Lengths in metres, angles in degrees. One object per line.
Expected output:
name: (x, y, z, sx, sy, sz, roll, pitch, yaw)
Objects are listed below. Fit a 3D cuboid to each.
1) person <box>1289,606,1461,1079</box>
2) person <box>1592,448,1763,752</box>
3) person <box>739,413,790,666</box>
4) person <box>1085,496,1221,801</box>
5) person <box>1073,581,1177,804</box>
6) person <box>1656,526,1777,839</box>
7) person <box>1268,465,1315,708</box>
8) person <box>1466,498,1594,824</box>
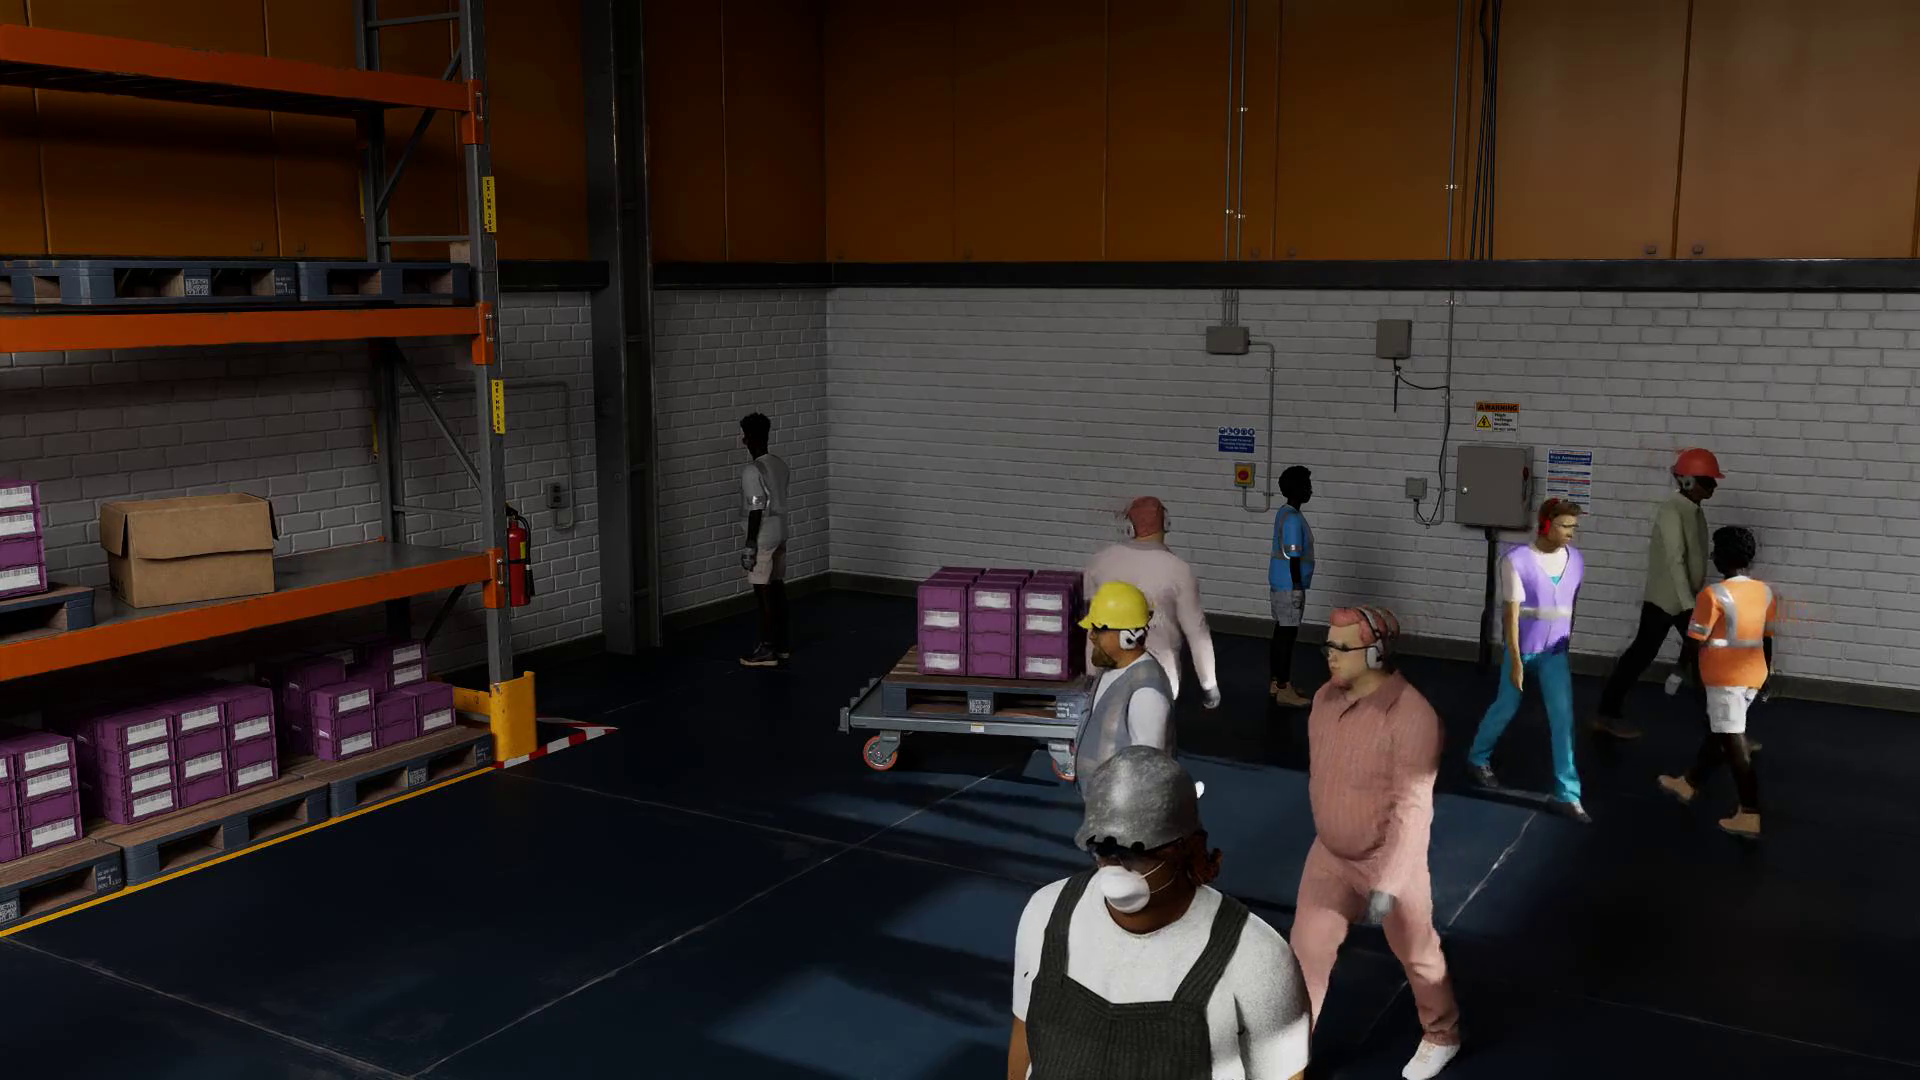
person: (1.488, 1.150, 6.088, 1.050, 1.849, 0.633, -6, 11, -34)
person: (4.583, 0.375, 10.624, 0.618, 1.939, 1.046, -9, 12, -43)
person: (-1.524, -0.006, 12.901, 0.371, 1.960, 0.609, 3, 10, 18)
person: (1.076, 0.689, 8.897, 0.990, 1.842, 0.711, -9, 13, -44)
person: (0.656, 1.063, 6.680, 0.403, 1.825, 0.585, -2, 9, -9)
person: (4.139, 0.745, 9.133, 0.550, 1.651, 0.837, -5, 10, -29)
person: (2.333, 0.320, 11.698, 0.317, 1.696, 0.538, 0, 9, 3)
person: (3.274, 0.632, 9.513, 0.555, 1.794, 0.980, -3, 9, -16)
